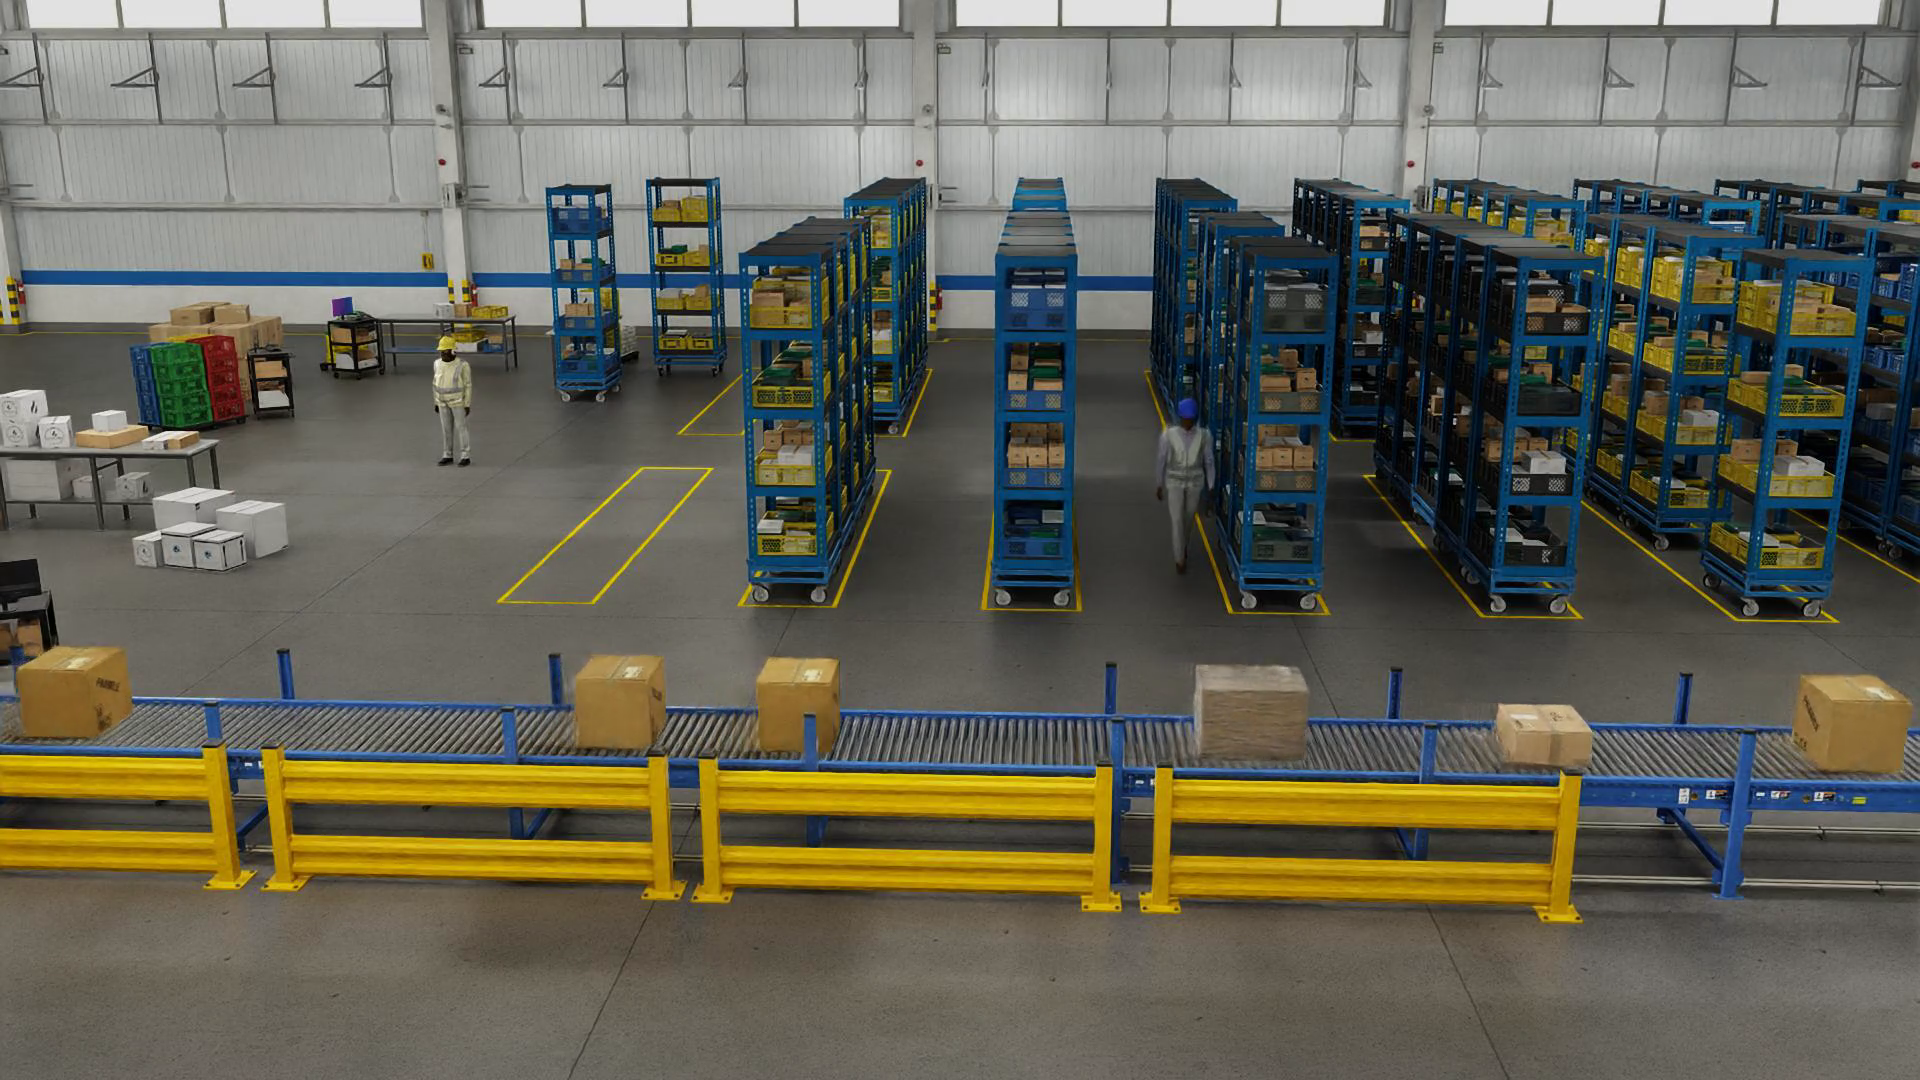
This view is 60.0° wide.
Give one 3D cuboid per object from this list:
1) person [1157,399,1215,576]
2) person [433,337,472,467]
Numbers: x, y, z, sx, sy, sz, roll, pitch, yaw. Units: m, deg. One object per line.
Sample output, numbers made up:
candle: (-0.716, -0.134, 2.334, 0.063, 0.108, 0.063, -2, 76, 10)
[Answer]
person: (2.480, -0.625, 18.271, 0.625, 1.901, 0.990, 0, 15, -2)
person: (-7.101, -1.929, 23.226, 0.586, 1.833, 0.404, 5, 16, 16)
